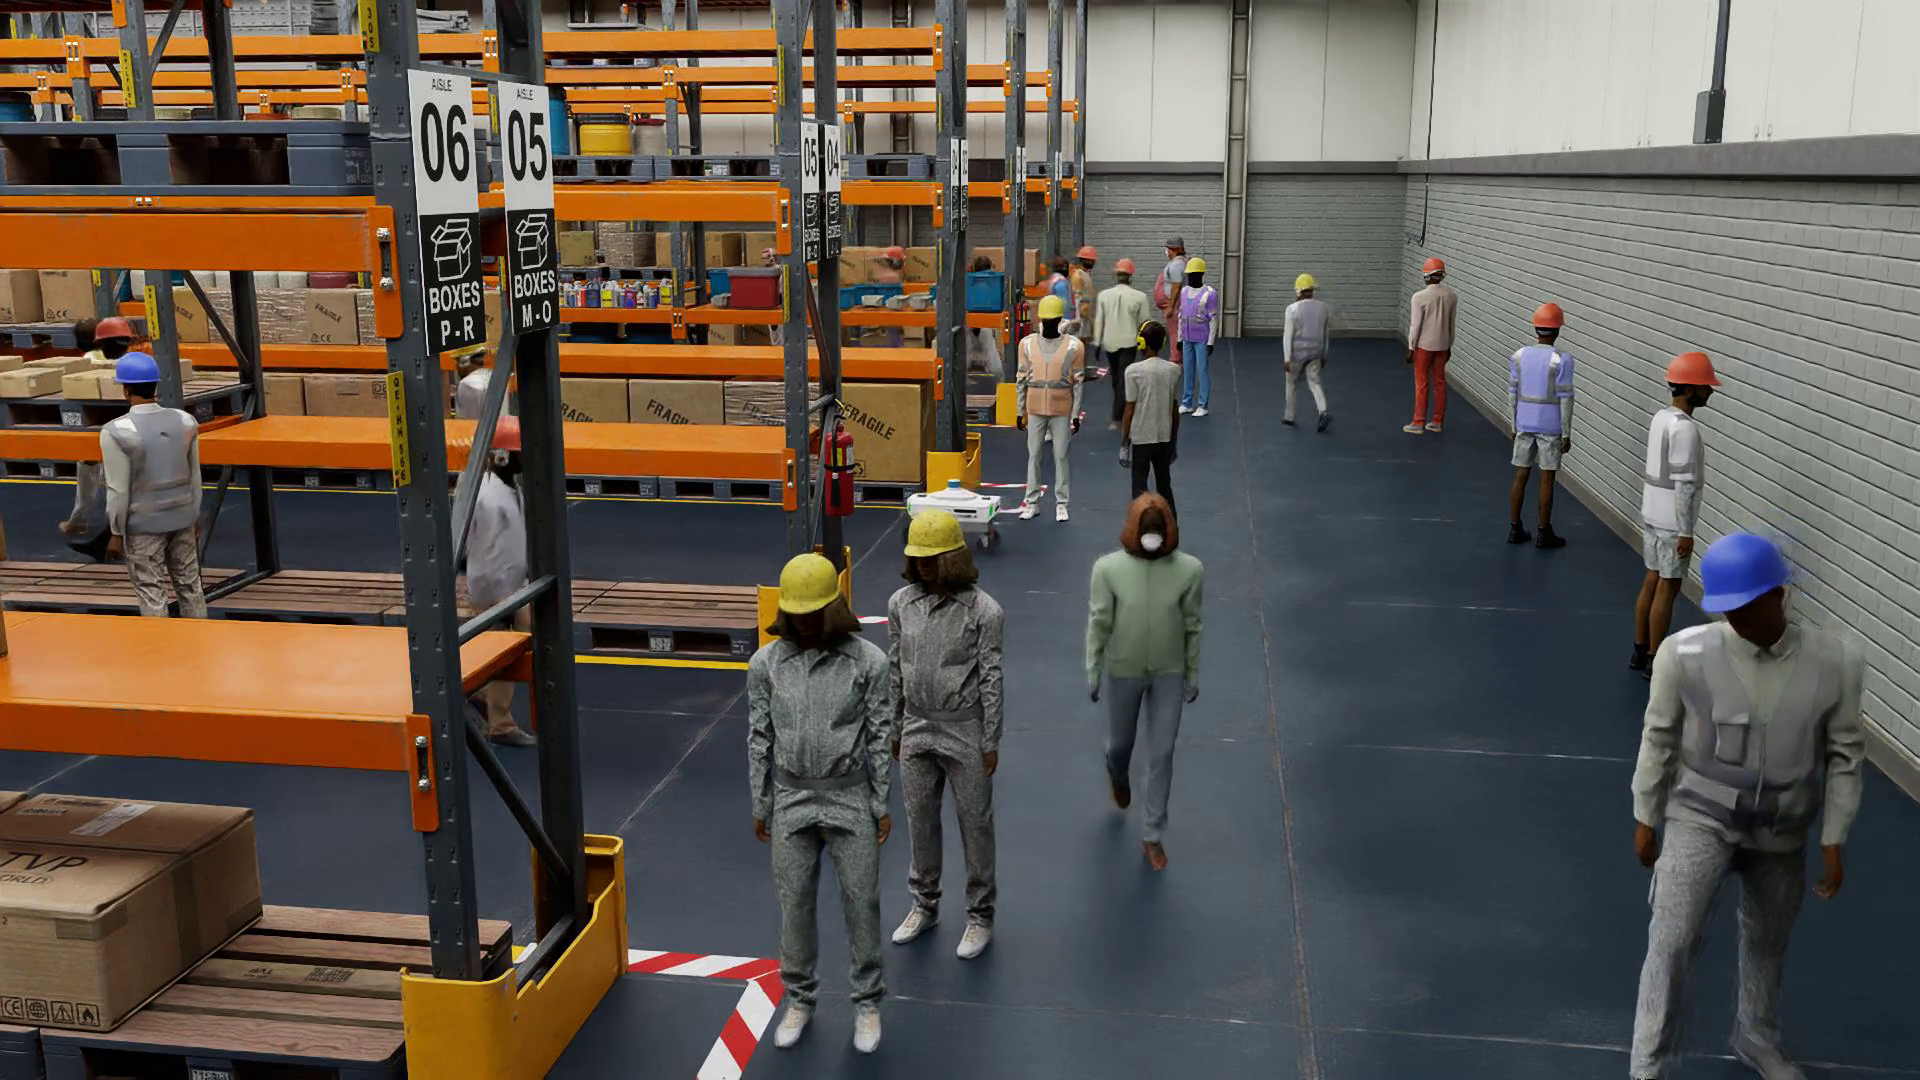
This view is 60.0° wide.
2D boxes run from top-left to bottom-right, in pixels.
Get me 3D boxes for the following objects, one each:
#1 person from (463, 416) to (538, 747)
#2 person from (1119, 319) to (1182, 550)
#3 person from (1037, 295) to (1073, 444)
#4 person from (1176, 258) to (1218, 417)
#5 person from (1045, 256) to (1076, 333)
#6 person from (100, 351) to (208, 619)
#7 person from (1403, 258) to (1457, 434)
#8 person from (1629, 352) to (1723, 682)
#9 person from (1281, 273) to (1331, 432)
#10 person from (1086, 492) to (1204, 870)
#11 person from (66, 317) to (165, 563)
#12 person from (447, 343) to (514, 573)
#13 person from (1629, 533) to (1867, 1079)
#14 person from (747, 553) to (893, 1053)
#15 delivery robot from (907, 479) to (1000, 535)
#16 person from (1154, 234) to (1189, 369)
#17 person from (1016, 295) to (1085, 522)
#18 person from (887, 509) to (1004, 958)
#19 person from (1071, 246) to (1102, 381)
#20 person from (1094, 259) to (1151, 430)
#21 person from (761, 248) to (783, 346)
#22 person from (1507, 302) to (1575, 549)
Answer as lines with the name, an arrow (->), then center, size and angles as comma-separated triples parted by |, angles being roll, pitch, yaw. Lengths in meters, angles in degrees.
person -> -2.359, 0.221, 8.570 | 0.449, 1.733, 0.586 | 0, 12, 2
person -> 1.449, -0.733, 12.609 | 0.503, 1.860, 0.341 | -7, 14, -28
person -> 1.032, -1.853, 18.174 | 0.320, 1.631, 0.525 | -12, 17, -43
person -> 2.868, -2.465, 20.257 | 0.378, 1.928, 0.585 | -10, 16, -38
person -> 1.380, -2.976, 22.825 | 0.448, 1.809, 0.669 | -1, 13, -3
person -> -4.627, -0.108, 9.572 | 0.389, 1.948, 0.607 | 6, 14, 26
person -> 5.348, -2.203, 18.923 | 0.620, 1.994, 0.381 | -5, 14, -23
person -> 4.168, -0.127, 9.680 | 0.357, 1.937, 0.551 | 1, 13, 6
person -> 3.991, -2.148, 19.095 | 0.604, 1.807, 0.808 | -4, 13, -16
person -> 0.805, 0.564, 7.296 | 0.510, 1.610, 0.685 | 0, 12, -1
person -> -6.306, -0.732, 12.547 | 1.002, 1.867, 0.539 | -1, 13, -3
person -> -3.562, -0.630, 12.306 | 0.780, 1.781, 0.643 | 3, 13, 14
person -> 2.410, 0.899, 5.165 | 0.673, 1.892, 0.742 | 3, 13, 13
person -> -0.471, 0.884, 5.588 | 0.491, 1.733, 0.318 | 1, 13, 4
delivery robot -> -0.045, -0.236, 13.107 | 0.707, 0.478, 0.477 | 3, 13, 11
person -> 3.160, -3.542, 24.861 | 0.536, 2.000, 0.672 | 4, 13, 17
person -> 0.760, -1.118, 14.175 | 0.587, 1.929, 0.361 | 3, 13, 13
person -> -0.067, 0.730, 6.285 | 0.487, 1.736, 0.337 | 6, 14, 25
person -> 1.764, -3.169, 23.478 | 0.523, 1.918, 0.618 | 4, 13, 16
person -> 1.943, -2.300, 19.471 | 0.645, 1.934, 1.046 | 6, 14, 25
person -> -2.634, -3.157, 23.464 | 0.394, 1.899, 0.641 | -2, 13, -7
person -> 4.604, -0.903, 13.173 | 0.345, 1.942, 0.547 | -10, 16, -39
